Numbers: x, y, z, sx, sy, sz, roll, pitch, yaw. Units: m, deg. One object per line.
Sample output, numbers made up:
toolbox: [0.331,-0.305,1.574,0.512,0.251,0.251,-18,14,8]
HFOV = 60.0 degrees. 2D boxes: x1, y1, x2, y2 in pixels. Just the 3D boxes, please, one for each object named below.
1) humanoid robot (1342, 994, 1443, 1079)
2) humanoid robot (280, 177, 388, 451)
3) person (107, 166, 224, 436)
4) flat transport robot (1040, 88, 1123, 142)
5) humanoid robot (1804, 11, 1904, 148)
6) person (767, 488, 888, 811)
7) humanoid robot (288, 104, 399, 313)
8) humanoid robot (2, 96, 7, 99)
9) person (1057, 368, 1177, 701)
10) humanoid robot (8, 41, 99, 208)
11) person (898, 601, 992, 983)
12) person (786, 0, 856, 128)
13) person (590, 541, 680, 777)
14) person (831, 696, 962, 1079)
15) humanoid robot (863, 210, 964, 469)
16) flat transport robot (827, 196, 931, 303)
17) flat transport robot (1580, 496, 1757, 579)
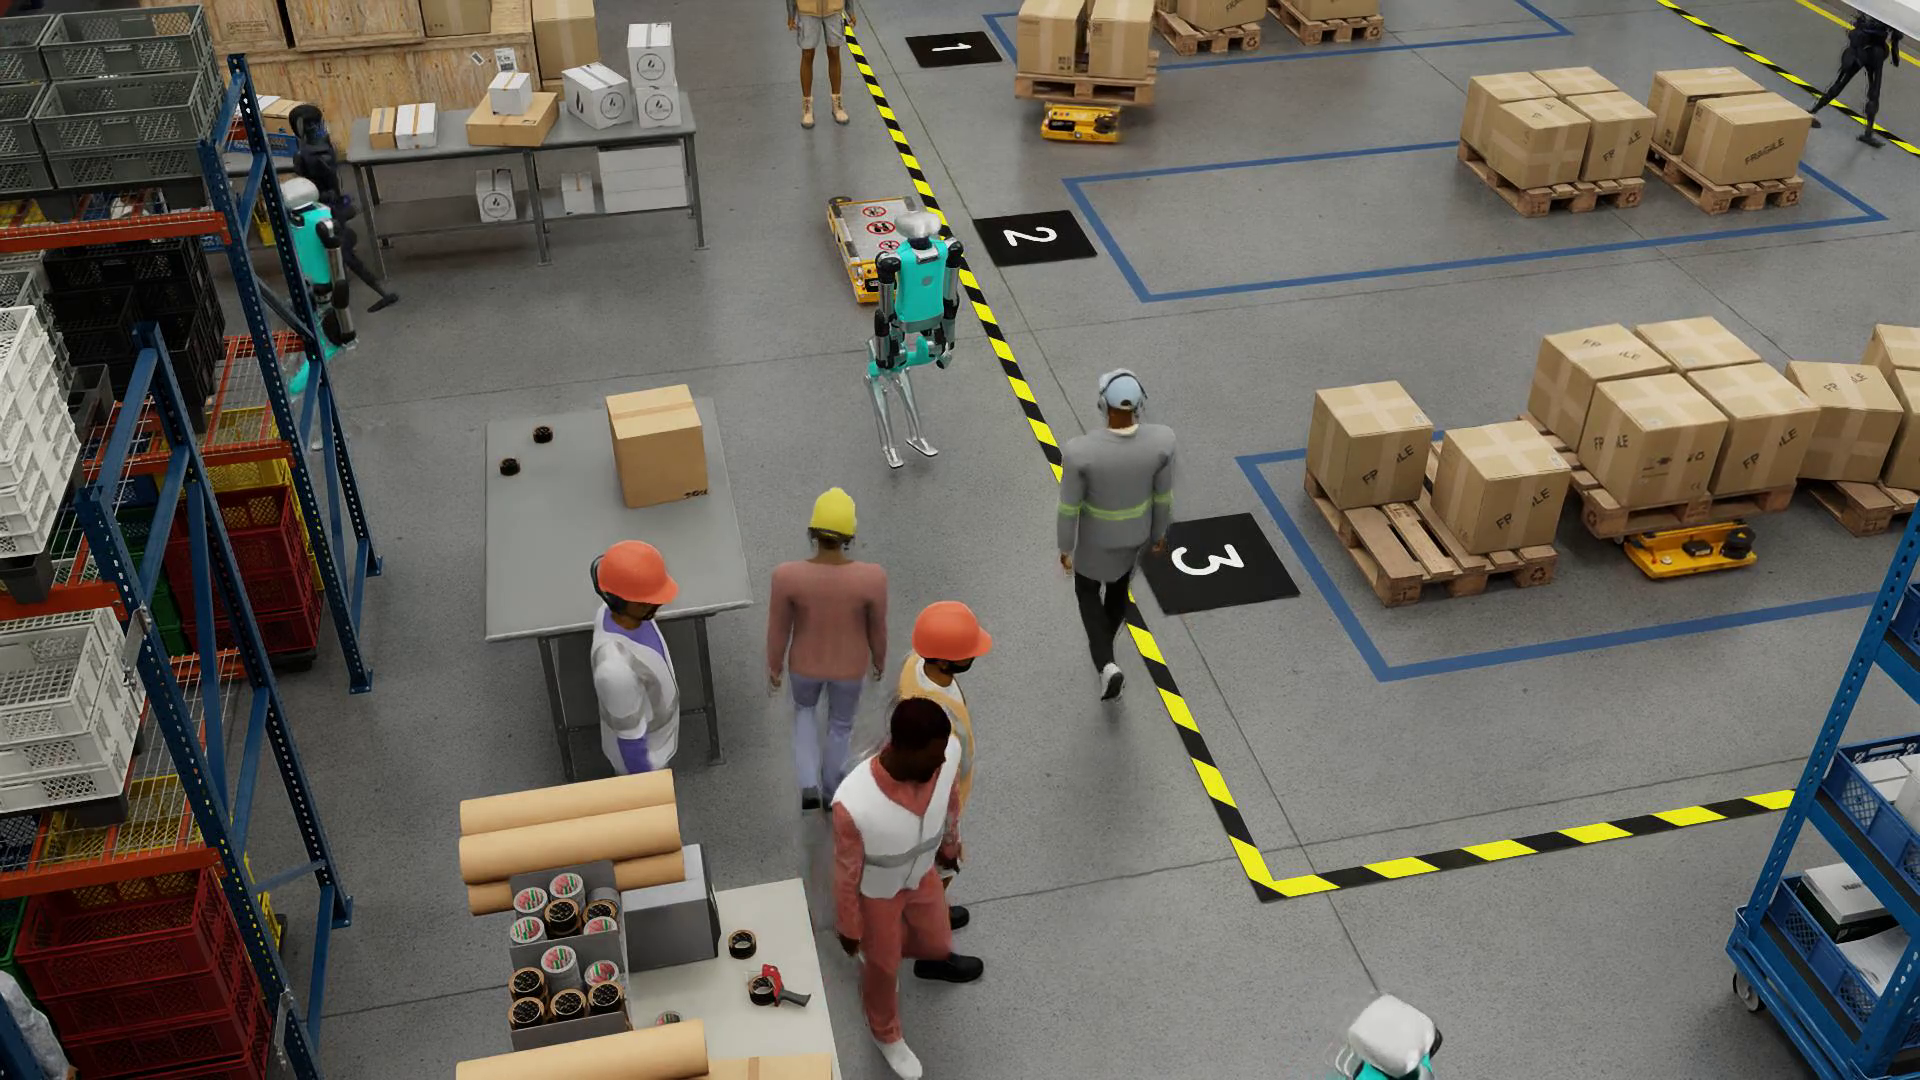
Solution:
humanoid robot: [1.032,2.066,5.589,0.892,1.833,0.559,25,43,29]
humanoid robot: [-3.956,-1.246,10.015,0.549,1.799,0.832,29,45,33]
person: [-4.923,-1.487,10.245,0.332,1.836,0.504,-29,45,-33]
flat transport robot: [1.125,-3.929,14.812,0.652,0.197,1.431,6,37,7]
humanoid robot: [7.680,-4.188,14.043,0.584,1.628,0.780,-15,39,-19]
person: [-0.593,0.557,7.561,0.541,1.748,0.470,2,37,3]
humanoid robot: [-4.320,-2.194,11.363,0.804,1.621,0.599,-28,45,-33]
humanoid robot: [-7.278,-3.497,12.910,0.735,1.677,0.533,-18,40,-23]
person: [0.772,-0.020,8.271,0.595,1.833,0.673,-8,37,-11]
humanoid robot: [-6.539,-2.845,12.207,0.467,1.644,0.614,-9,38,-11]
person: [-0.066,1.018,6.788,0.374,1.935,0.547,-5,37,-7]
person: [-1.181,-4.528,14.163,0.604,2.033,0.387,-8,37,-10]
person: [-1.290,0.842,6.946,0.387,2.034,0.604,-4,37,-5]
person: [-0.264,1.290,6.464,0.639,1.884,0.499,-29,45,-33]
humanoid robot: [-0.349,-1.255,9.895,0.533,1.681,0.735,-18,40,-23]
flat transport robot: [-0.570,-2.220,12.538,0.659,0.231,1.431,-8,37,-10]
flat transport robot: [4.059,-0.301,9.935,0.652,0.197,1.431,-8,37,-10]
